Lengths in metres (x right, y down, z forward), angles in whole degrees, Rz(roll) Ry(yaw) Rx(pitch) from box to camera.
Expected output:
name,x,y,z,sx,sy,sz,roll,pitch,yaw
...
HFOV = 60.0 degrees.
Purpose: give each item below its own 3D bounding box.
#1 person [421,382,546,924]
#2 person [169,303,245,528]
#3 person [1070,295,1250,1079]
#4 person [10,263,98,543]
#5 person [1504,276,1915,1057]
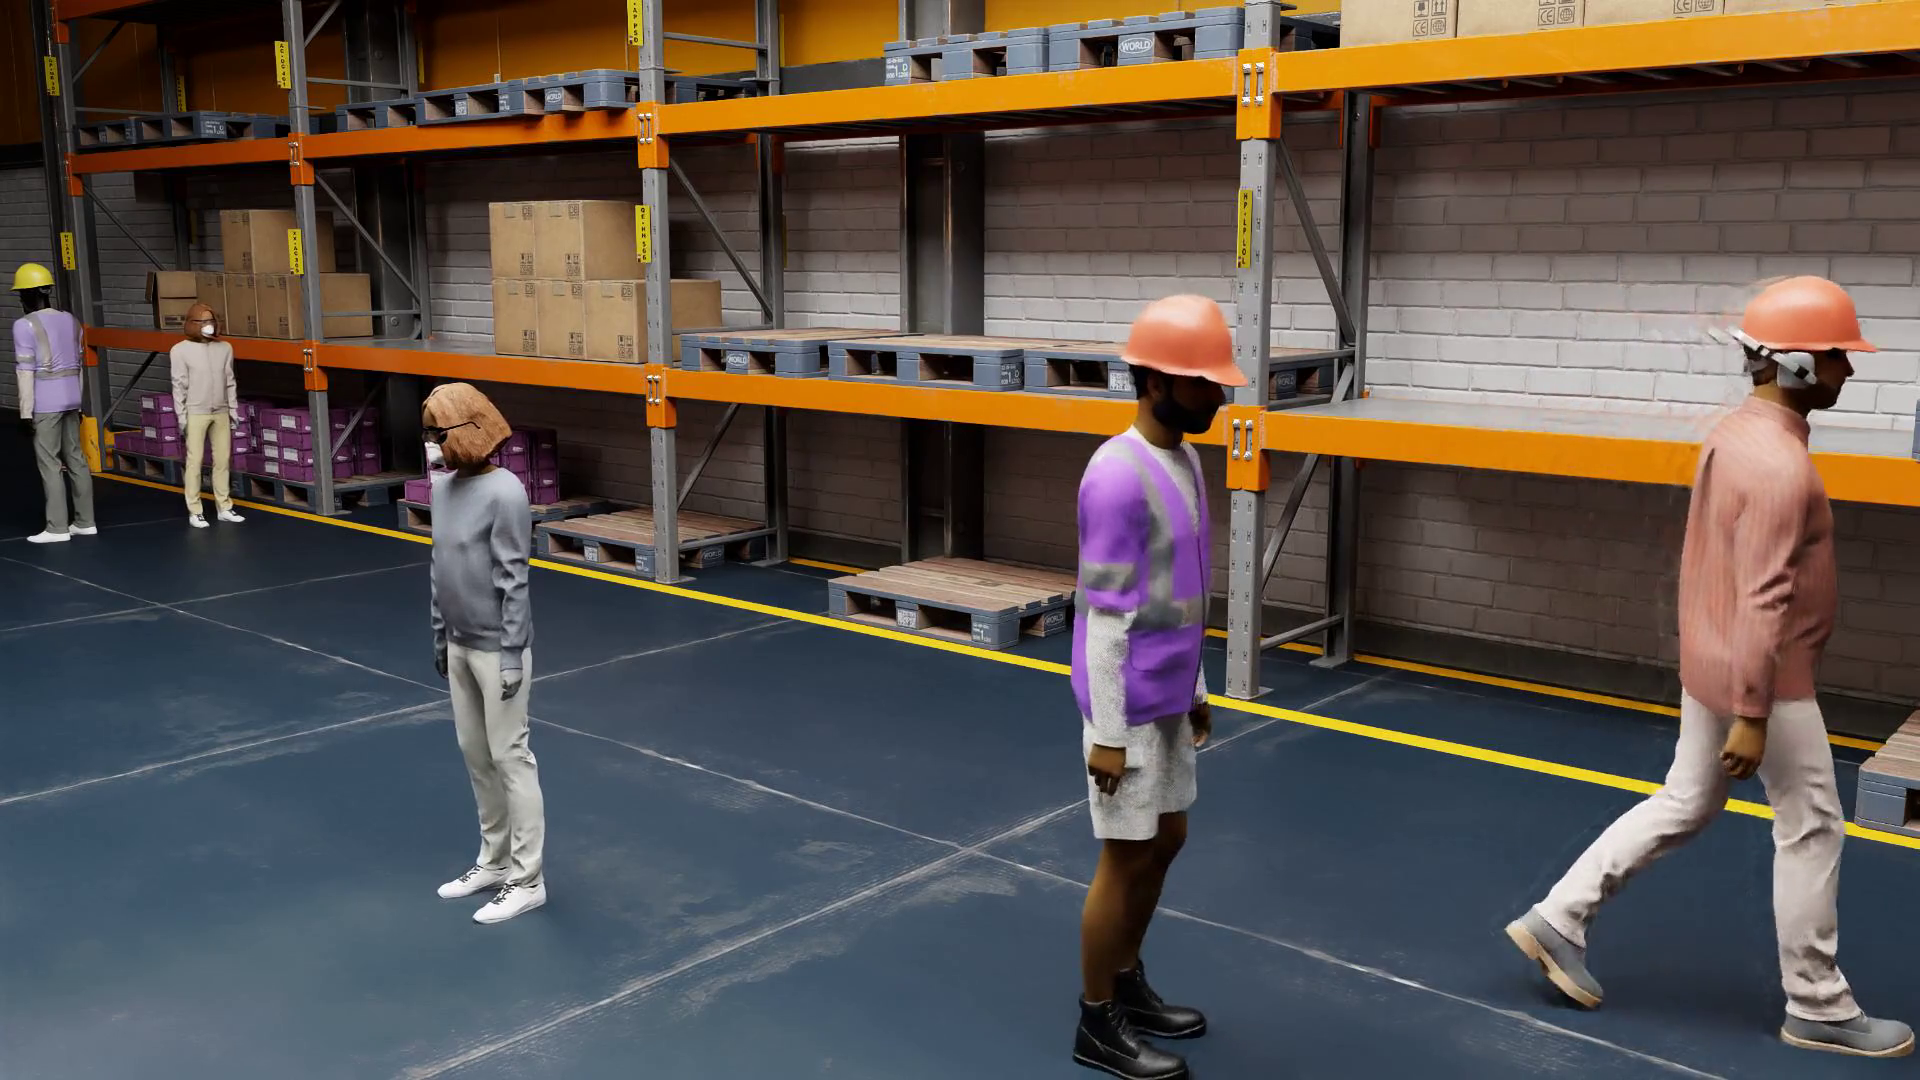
name,x,y,z,sx,sy,sz,roll,pitch,yaw
person,-1.470,0.334,5.072,0.503,1.622,0.299,10,14,43
person,-5.491,-0.905,12.122,0.284,1.626,0.492,6,12,31
person,0.487,0.374,4.043,0.417,1.917,0.556,5,11,26
person,-6.287,-0.939,11.483,0.396,1.918,0.588,2,10,10
person,1.921,0.319,4.211,0.939,1.970,0.611,2,10,9
